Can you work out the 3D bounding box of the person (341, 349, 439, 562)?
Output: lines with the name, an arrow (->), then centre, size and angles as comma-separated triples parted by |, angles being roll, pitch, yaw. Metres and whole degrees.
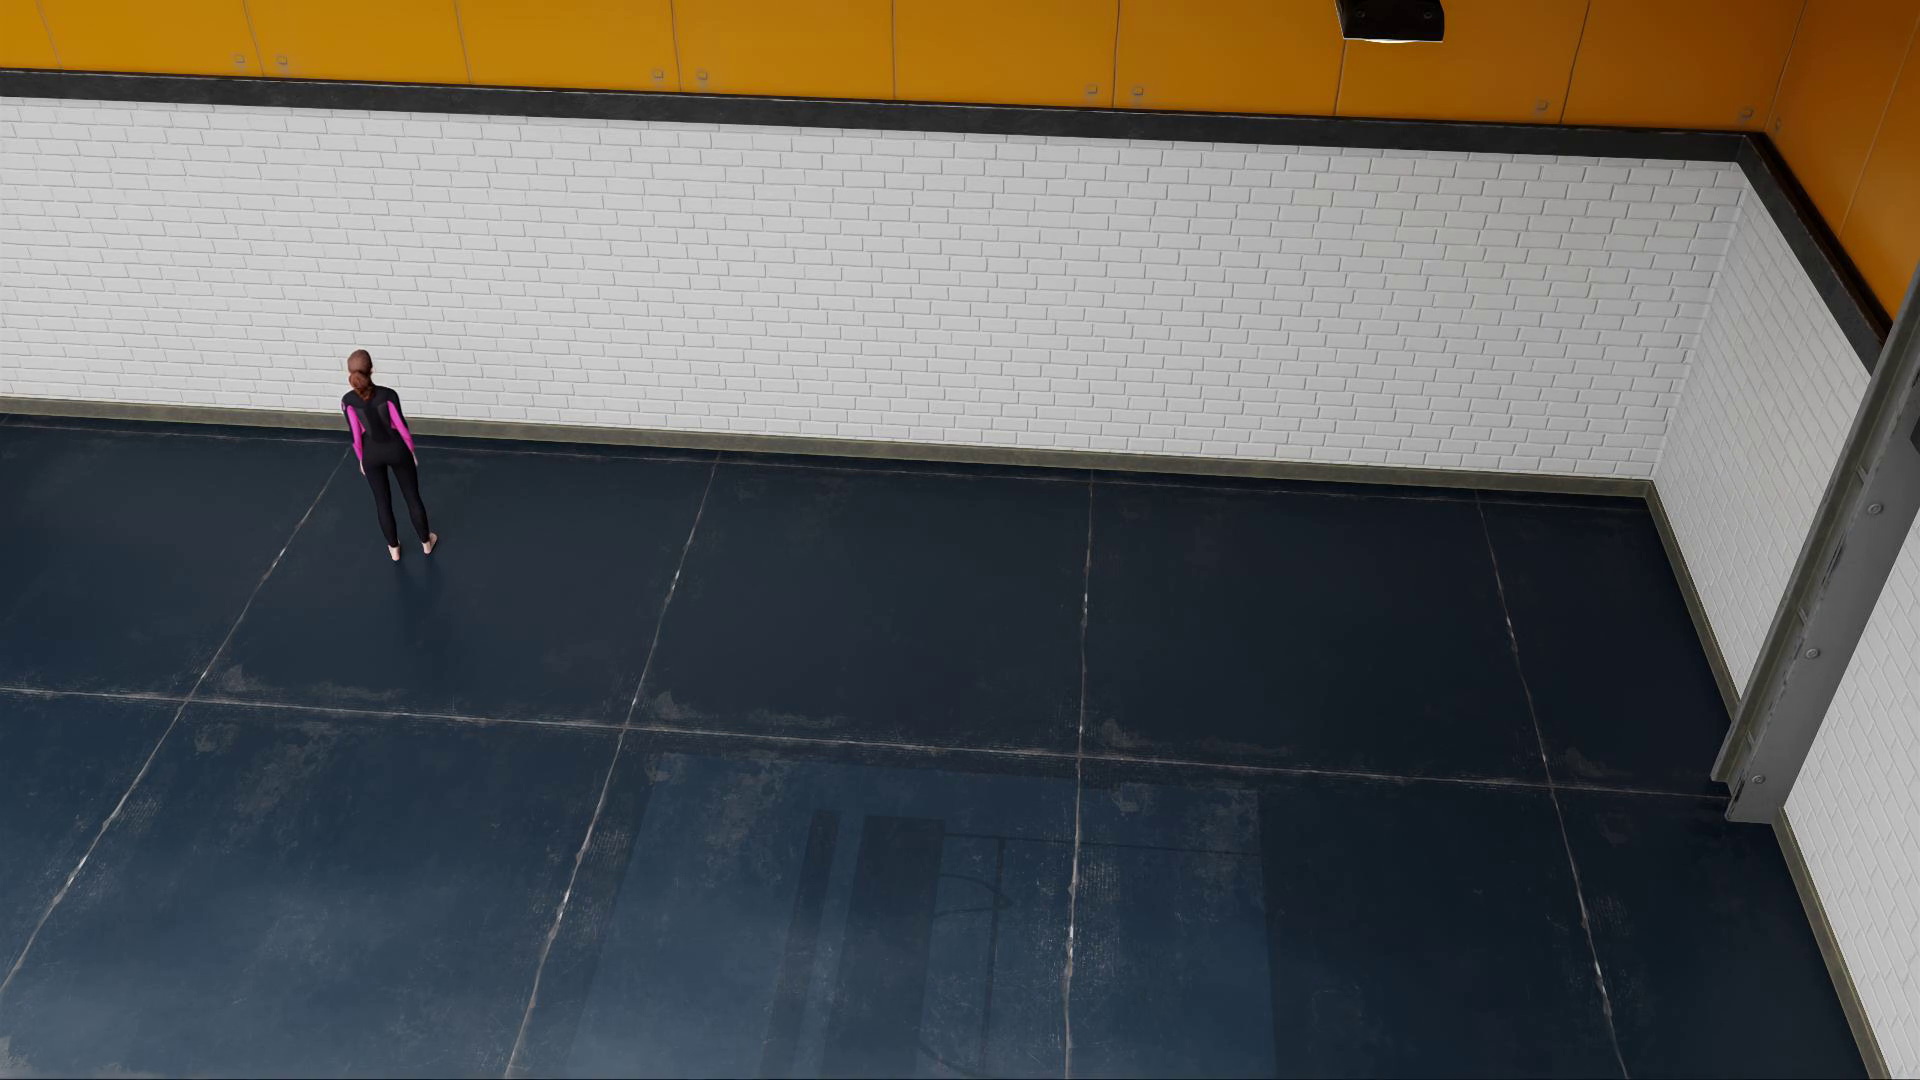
person -> -4.108, -0.605, 11.891 | 0.636, 1.752, 0.669 | -10, 40, -12
